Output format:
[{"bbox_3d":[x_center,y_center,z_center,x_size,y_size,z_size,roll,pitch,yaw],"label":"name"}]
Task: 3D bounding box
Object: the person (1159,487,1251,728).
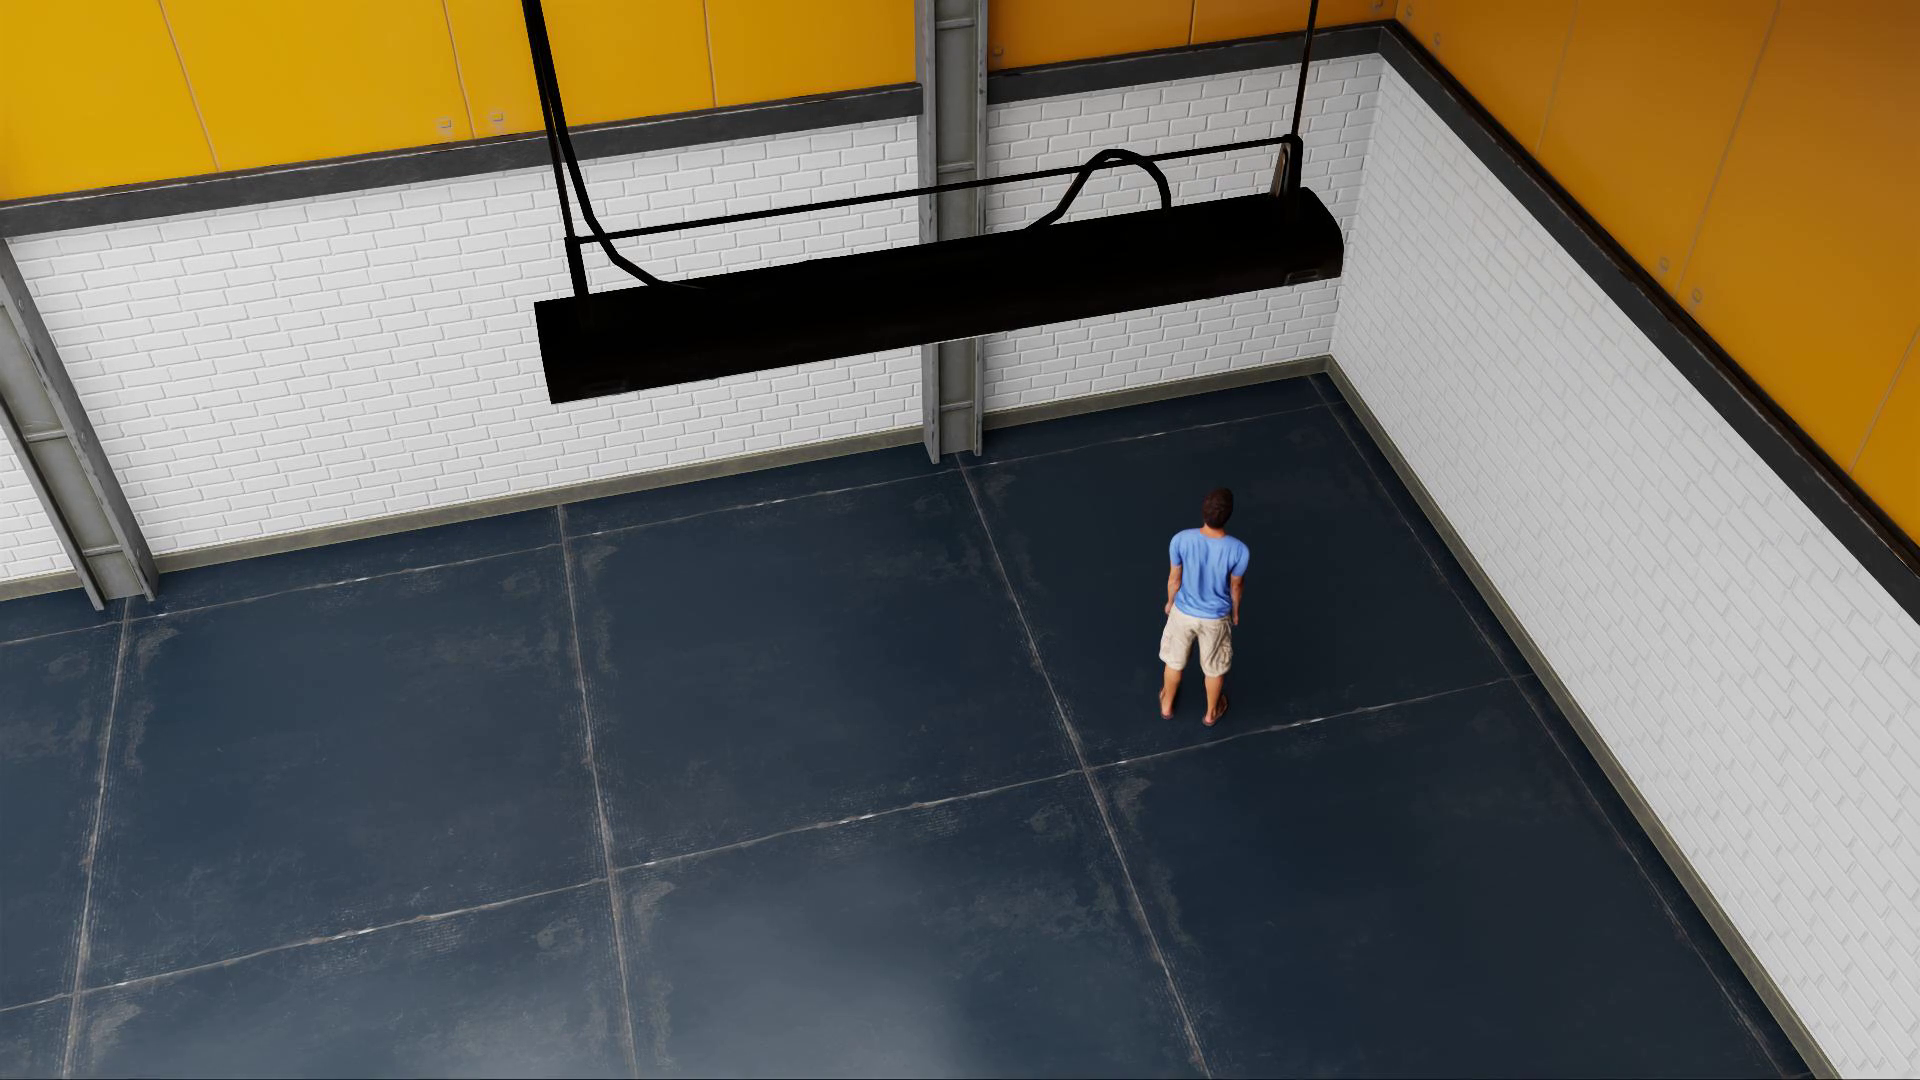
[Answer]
[{"bbox_3d":[1.494,0.428,10.262,0.666,1.862,0.792,10,45,10],"label":"person"}]
